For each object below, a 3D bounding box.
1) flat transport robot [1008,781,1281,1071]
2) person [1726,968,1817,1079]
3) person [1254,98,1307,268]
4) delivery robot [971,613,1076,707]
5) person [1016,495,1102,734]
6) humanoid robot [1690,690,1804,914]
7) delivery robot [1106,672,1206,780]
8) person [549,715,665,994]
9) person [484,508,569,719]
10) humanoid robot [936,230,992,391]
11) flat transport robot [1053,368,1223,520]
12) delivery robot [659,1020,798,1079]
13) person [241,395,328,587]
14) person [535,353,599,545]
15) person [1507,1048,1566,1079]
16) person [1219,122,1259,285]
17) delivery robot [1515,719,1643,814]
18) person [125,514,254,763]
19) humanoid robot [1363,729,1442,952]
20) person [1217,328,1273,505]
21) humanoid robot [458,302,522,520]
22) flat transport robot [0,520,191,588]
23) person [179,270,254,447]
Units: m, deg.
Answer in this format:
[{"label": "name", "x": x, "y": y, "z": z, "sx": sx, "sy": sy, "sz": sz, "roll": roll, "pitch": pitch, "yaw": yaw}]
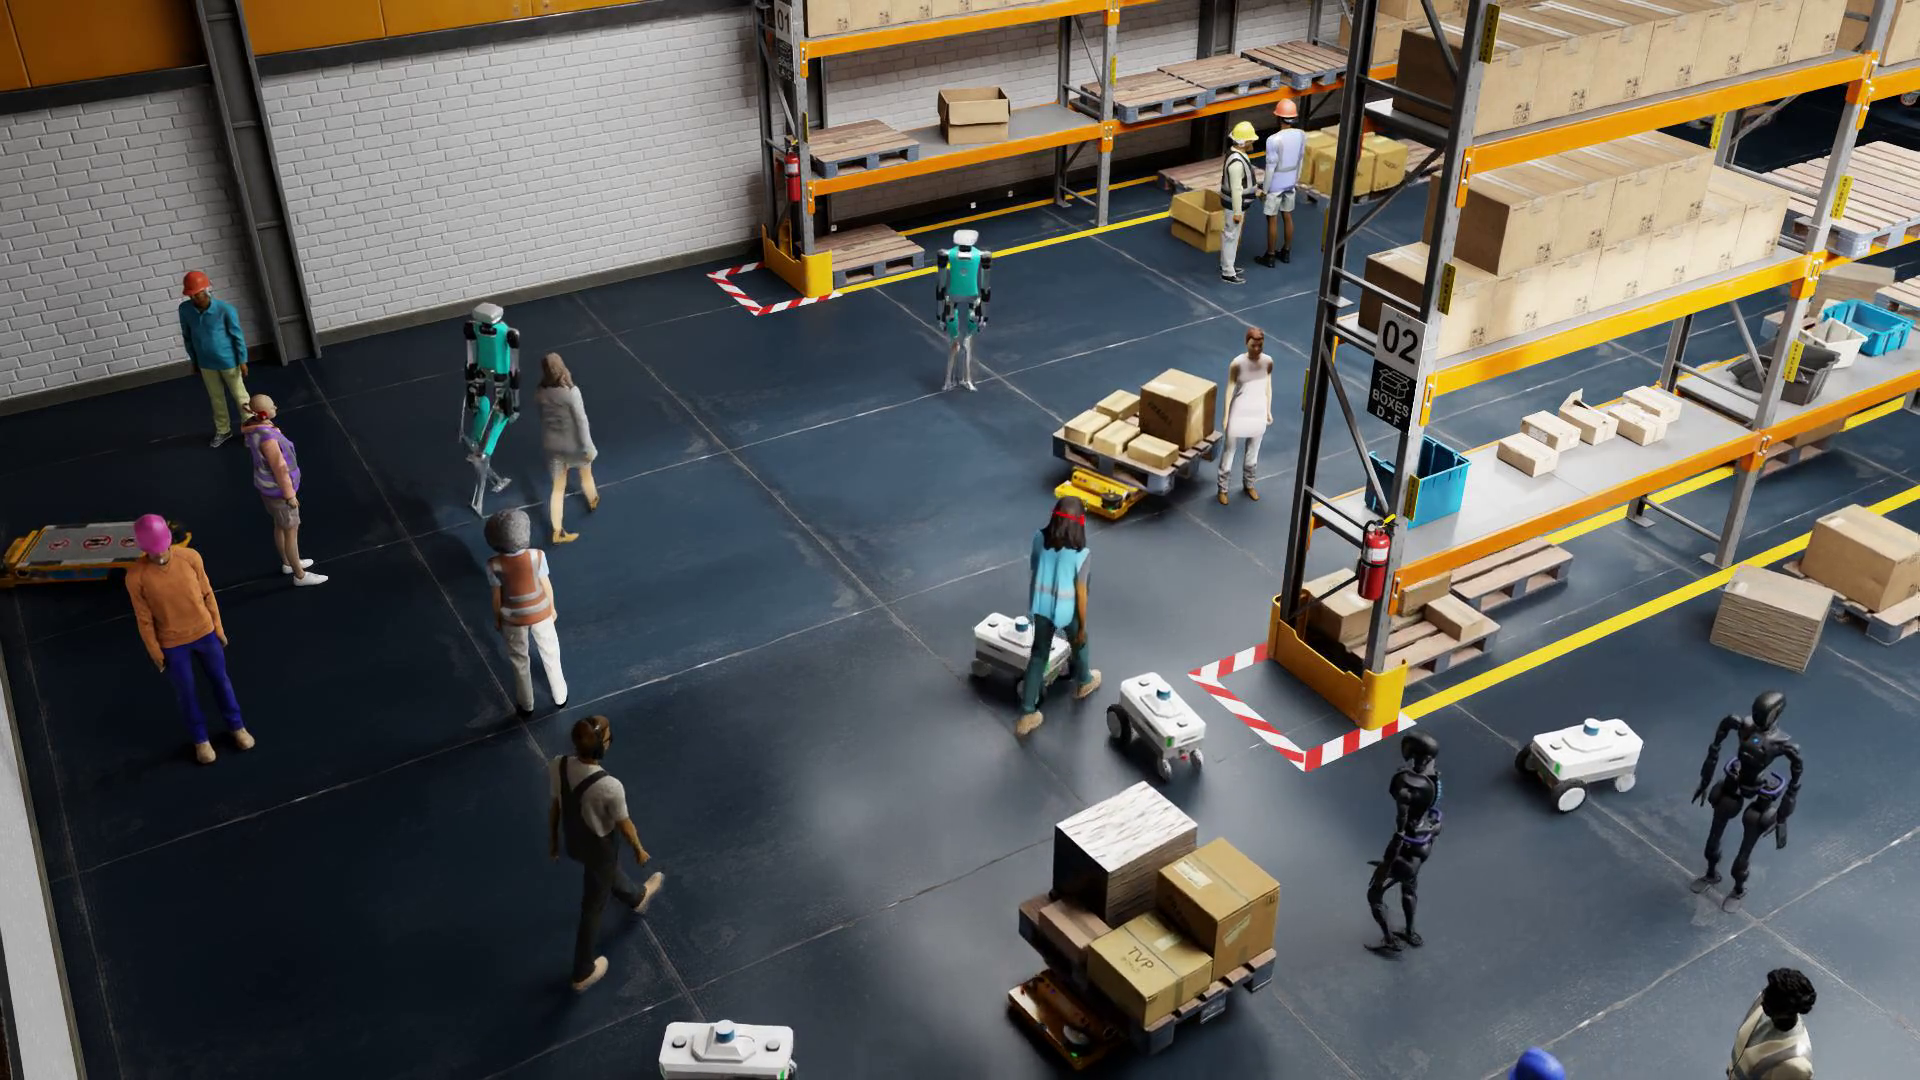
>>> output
[{"label": "flat transport robot", "x": 1.052, "y": 2.586, "z": 9.960, "sx": 1.431, "sy": 0.231, "sz": 0.659, "roll": -21, "pitch": 38, "yaw": -30}, {"label": "person", "x": 3.977, "y": 2.782, "z": 8.311, "sx": 0.319, "sy": 1.691, "sz": 0.531, "roll": 2, "pitch": 32, "yaw": 4}, {"label": "person", "x": 3.648, "y": -4.080, "z": 19.022, "sx": 0.547, "sy": 1.935, "sz": 0.374, "roll": -18, "pitch": 36, "yaw": -26}, {"label": "delivery robot", "x": 0.457, "y": 0.841, "z": 12.463, "sx": 0.767, "sy": 0.583, "sz": 0.499, "roll": 21, "pitch": 38, "yaw": 30}, {"label": "person", "x": 0.701, "y": 0.498, "z": 11.838, "sx": 0.517, "sy": 1.828, "sz": 0.944, "roll": 17, "pitch": 36, "yaw": 26}, {"label": "humanoid robot", "x": 4.842, "y": 1.587, "z": 10.231, "sx": 0.340, "sy": 1.640, "sz": 0.613, "roll": -25, "pitch": 40, "yaw": -34}, {"label": "delivery robot", "x": 1.417, "y": 1.277, "z": 11.796, "sx": 0.499, "sy": 0.614, "sz": 0.818, "roll": -14, "pitch": 35, "yaw": -21}, {"label": "person", "x": -2.099, "y": 1.763, "z": 9.838, "sx": 0.532, "sy": 1.784, "sz": 0.976, "roll": 19, "pitch": 37, "yaw": 28}, {"label": "person", "x": -3.113, "y": 0.530, "z": 11.900, "sx": 0.445, "sy": 1.687, "sz": 0.315, "roll": -10, "pitch": 34, "yaw": -16}, {"label": "humanoid robot", "x": 0.033, "y": -2.283, "z": 16.313, "sx": 0.547, "sy": 1.746, "sz": 0.724, "roll": 0, "pitch": 32, "yaw": 0}, {"label": "flat transport robot", "x": 1.542, "y": -0.640, "z": 15.104, "sx": 0.659, "sy": 0.231, "sz": 1.431, "roll": 23, "pitch": 39, "yaw": 32}, {"label": "delivery robot", "x": -1.293, "y": 2.898, "z": 9.197, "sx": 0.801, "sy": 0.598, "sz": 0.499, "roll": 1, "pitch": 32, "yaw": 2}, {"label": "person", "x": -5.476, "y": -0.404, "z": 13.386, "sx": 0.348, "sy": 1.693, "sz": 0.489, "roll": -22, "pitch": 38, "yaw": -31}, {"label": "person", "x": -3.318, "y": -0.808, "z": 14.105, "sx": 0.532, "sy": 1.596, "sz": 0.866, "roll": 6, "pitch": 33, "yaw": 10}, {"label": "person", "x": 2.607, "y": 3.109, "z": 7.737, "sx": 0.383, "sy": 1.752, "sz": 0.531, "roll": 9, "pitch": 33, "yaw": 14}, {"label": "person", "x": 3.114, "y": -3.792, "z": 18.660, "sx": 0.404, "sy": 1.833, "sz": 0.589, "roll": 3, "pitch": 32, "yaw": 5}, {"label": "delivery robot", "x": 4.289, "y": 1.491, "z": 11.430, "sx": 0.777, "sy": 0.587, "sz": 0.499, "roll": -9, "pitch": 33, "yaw": -14}, {"label": "person", "x": -5.329, "y": 0.662, "z": 11.431, "sx": 0.517, "sy": 1.973, "sz": 0.400, "roll": -24, "pitch": 39, "yaw": -33}, {"label": "humanoid robot", "x": 2.676, "y": 1.796, "z": 9.898, "sx": 0.364, "sy": 1.643, "sz": 0.600, "roll": 19, "pitch": 37, "yaw": 27}, {"label": "person", "x": 2.502, "y": -1.086, "z": 14.504, "sx": 0.459, "sy": 1.659, "sz": 0.270, "roll": -7, "pitch": 33, "yaw": -11}, {"label": "humanoid robot", "x": -4.179, "y": -1.080, "z": 14.437, "sx": 0.556, "sy": 1.768, "sz": 1.003, "roll": 9, "pitch": 33, "yaw": 15}, {"label": "flat transport robot", "x": -7.269, "y": 0.120, "z": 13.892, "sx": 1.431, "sy": 0.231, "sz": 0.659, "roll": -3, "pitch": 32, "yaw": -4}, {"label": "person", "x": -6.858, "y": -1.669, "z": 15.346, "sx": 0.563, "sy": 1.752, "sz": 0.335, "roll": 3, "pitch": 32, "yaw": 5}]
